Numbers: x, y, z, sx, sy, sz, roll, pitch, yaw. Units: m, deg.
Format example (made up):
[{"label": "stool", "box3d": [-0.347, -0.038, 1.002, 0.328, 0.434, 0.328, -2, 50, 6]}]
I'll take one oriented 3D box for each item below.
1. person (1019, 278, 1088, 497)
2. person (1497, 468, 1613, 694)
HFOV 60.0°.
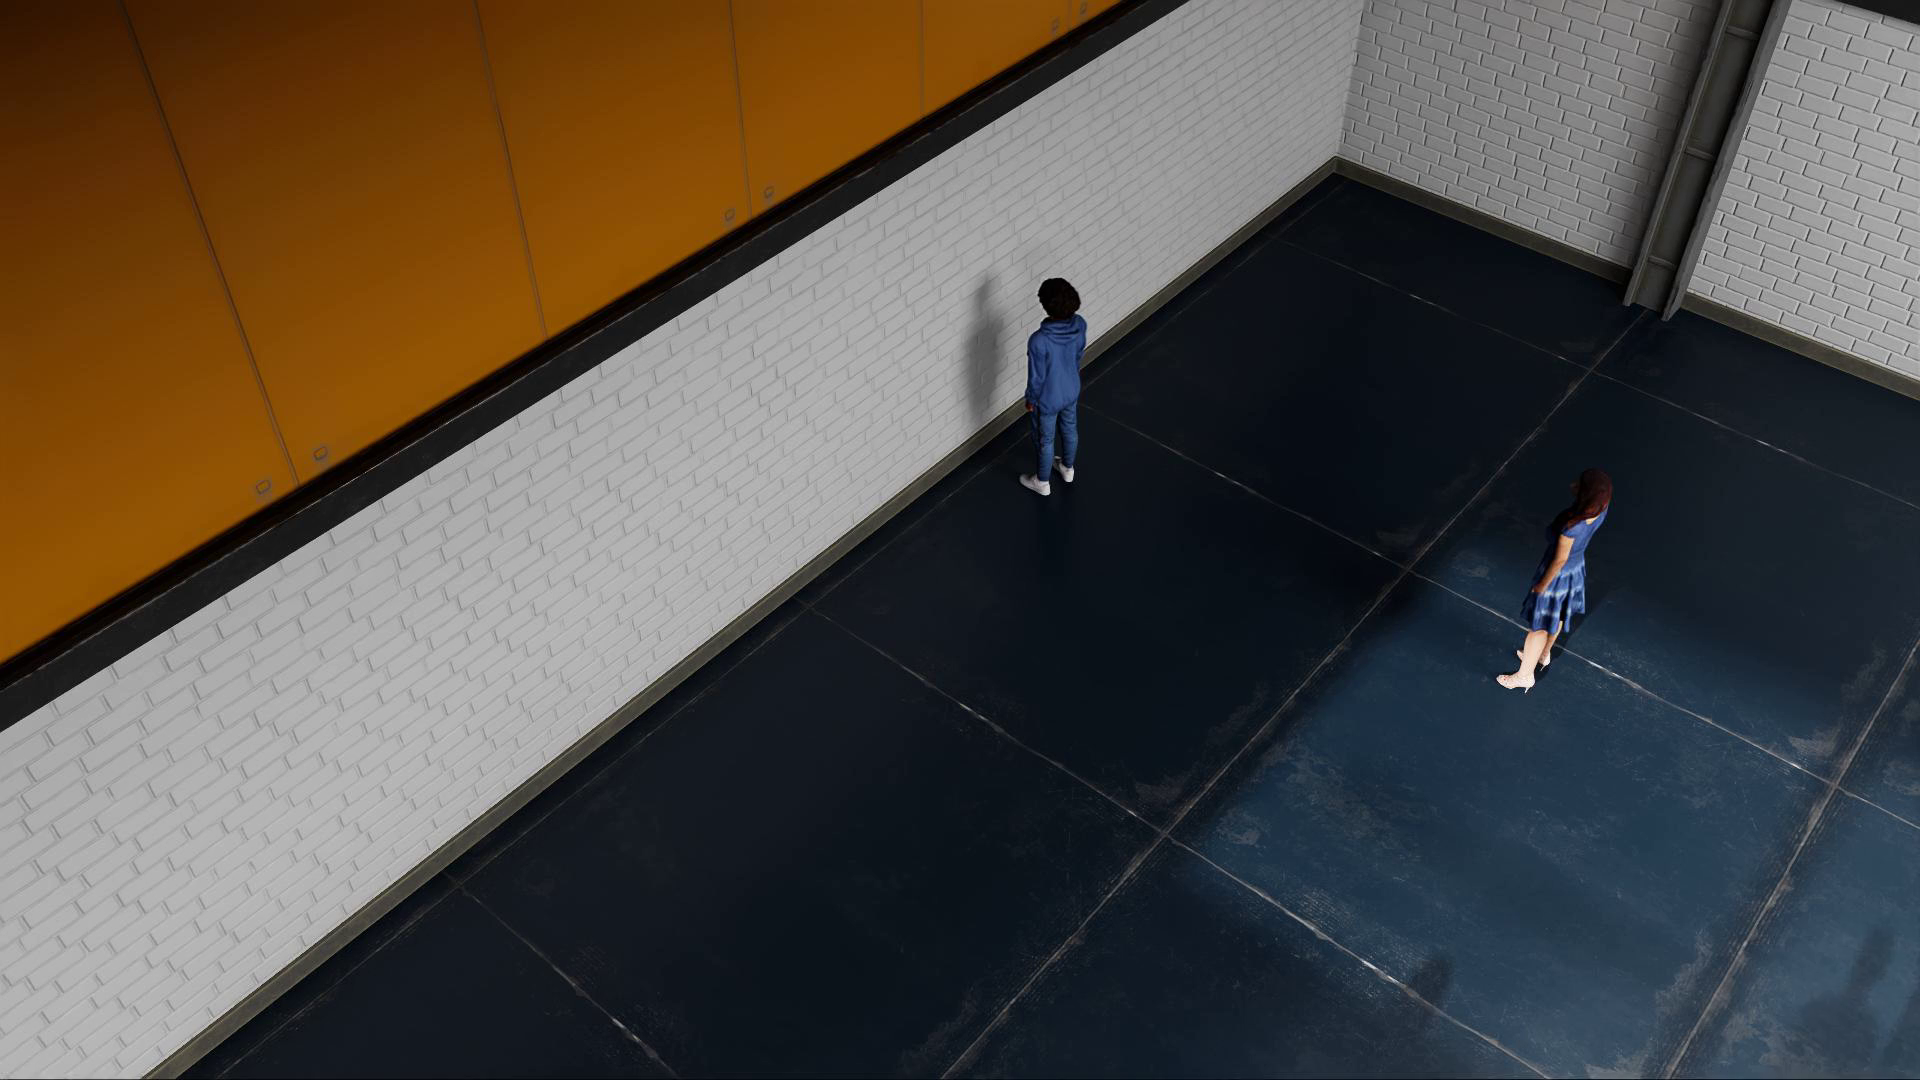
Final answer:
[{"label": "person", "box3d": [0.675, -1.092, 11.850, 0.717, 1.811, 0.649, -28, 50, -26]}, {"label": "person", "box3d": [3.742, 0.250, 10.446, 0.553, 1.804, 0.662, 32, 52, 29]}]
